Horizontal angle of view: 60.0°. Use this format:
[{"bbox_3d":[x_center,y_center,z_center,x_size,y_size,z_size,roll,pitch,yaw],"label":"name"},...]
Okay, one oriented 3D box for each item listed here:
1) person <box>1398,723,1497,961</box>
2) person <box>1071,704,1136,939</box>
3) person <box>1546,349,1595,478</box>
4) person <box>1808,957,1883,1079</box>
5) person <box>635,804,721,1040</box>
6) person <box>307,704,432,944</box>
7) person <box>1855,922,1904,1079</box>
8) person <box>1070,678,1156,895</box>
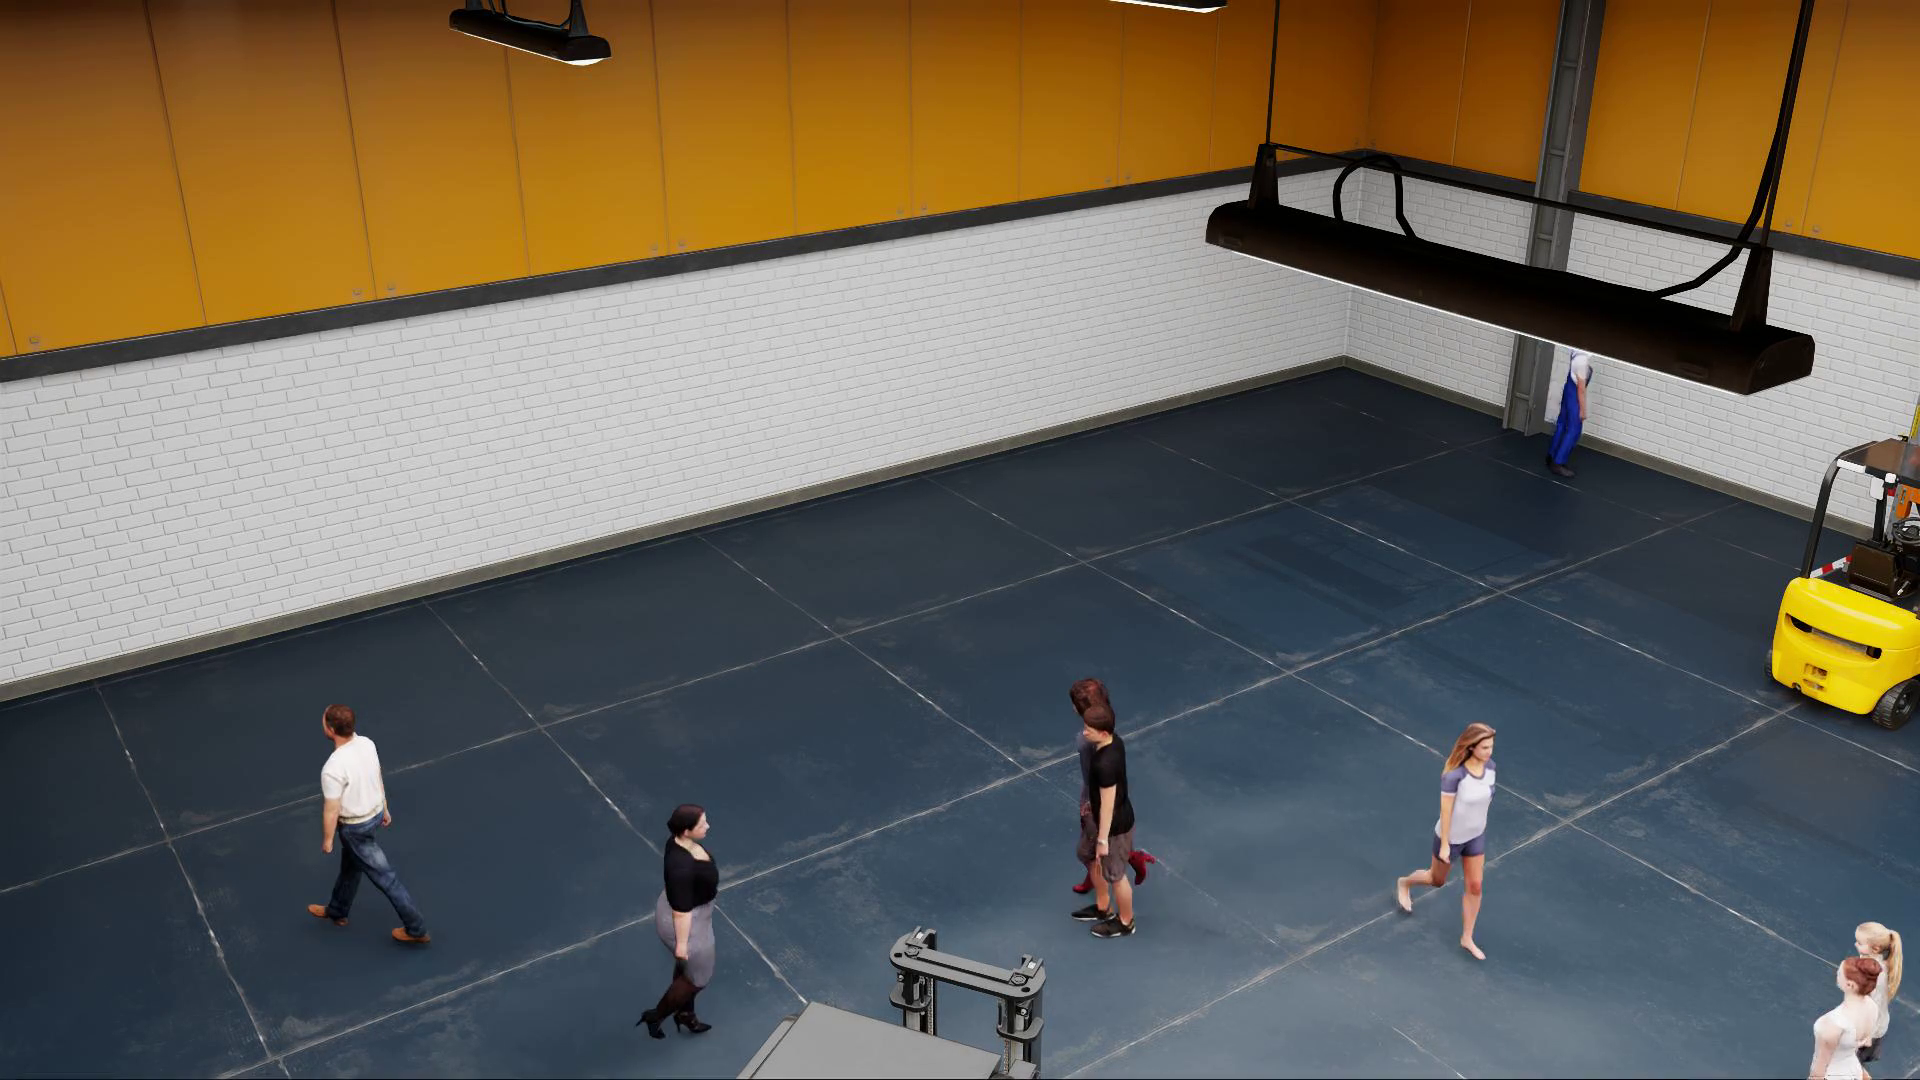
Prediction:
[{"bbox_3d":[3.345,1.983,11.354,0.771,1.703,1.098,-9,25,-19],"label":"person"},{"bbox_3d":[1.109,1.912,11.351,0.894,1.835,0.817,2,24,4],"label":"person"},{"bbox_3d":[7.190,-1.666,19.560,0.933,1.817,0.823,-2,24,-4],"label":"person"},{"bbox_3d":[4.733,3.008,8.901,0.621,1.789,0.778,-11,26,-24],"label":"person"},{"bbox_3d":[-1.802,2.410,10.330,0.898,1.740,0.880,-6,24,-13],"label":"person"},{"bbox_3d":[-3.969,1.976,11.249,1.281,1.801,1.181,5,24,12],"label":"person"},{"bbox_3d":[5.447,2.861,9.895,0.741,1.262,0.676,8,25,17],"label":"person"},{"bbox_3d":[1.062,1.783,11.828,0.969,1.691,0.945,-1,24,-3],"label":"person"}]
